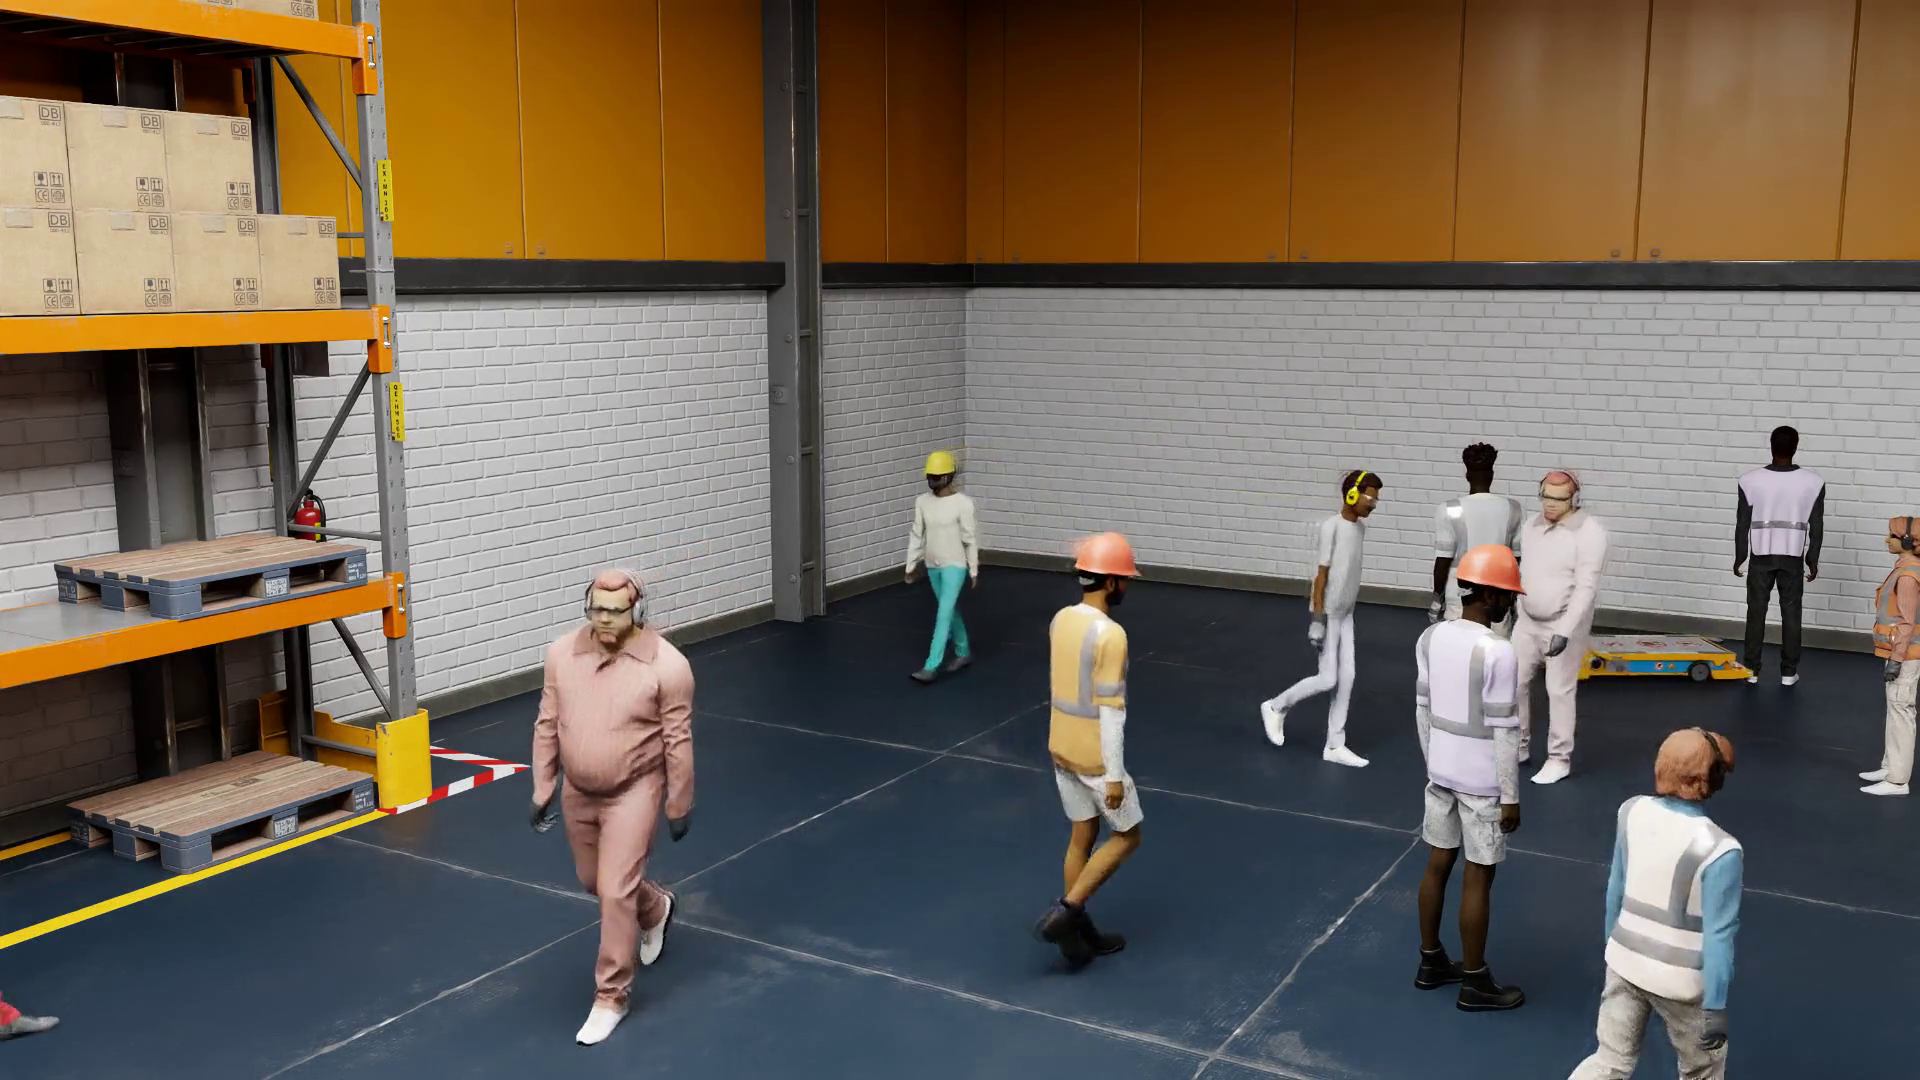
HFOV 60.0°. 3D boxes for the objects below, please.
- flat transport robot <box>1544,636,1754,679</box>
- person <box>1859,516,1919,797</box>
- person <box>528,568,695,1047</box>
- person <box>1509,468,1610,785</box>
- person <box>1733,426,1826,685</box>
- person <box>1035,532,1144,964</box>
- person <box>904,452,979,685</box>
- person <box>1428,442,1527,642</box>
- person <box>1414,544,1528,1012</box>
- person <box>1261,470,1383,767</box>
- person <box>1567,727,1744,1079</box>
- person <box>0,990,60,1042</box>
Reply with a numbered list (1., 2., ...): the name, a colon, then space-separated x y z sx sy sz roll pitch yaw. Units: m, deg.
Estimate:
1. flat transport robot: 5.162 0.882 12.619 1.431 0.197 0.652 0 9 0
2. person: 5.468 0.672 9.677 0.309 1.641 0.514 5 10 29
3. person: -1.382 1.014 6.824 0.646 1.873 0.853 3 10 19
4. person: 3.477 0.518 9.863 0.509 1.888 0.660 -5 10 -29
5. person: 6.025 0.116 12.271 0.591 1.922 0.392 3 10 19
6. person: 0.586 0.919 7.269 0.446 1.916 0.573 -5 10 -27
7. person: -0.153 0.198 12.392 0.554 1.713 0.923 7 11 37
8. person: 3.300 0.357 10.632 0.607 1.963 0.373 0 9 -2
9. person: 2.129 0.974 6.892 0.374 1.929 0.542 -4 10 -24
10. person: 2.257 0.469 10.333 0.634 1.836 0.592 8 12 42
11. person: 2.188 1.393 5.309 0.777 1.601 0.556 -3 10 -20
12. person: -3.983 1.183 6.243 0.901 1.719 0.533 -7 12 -39
